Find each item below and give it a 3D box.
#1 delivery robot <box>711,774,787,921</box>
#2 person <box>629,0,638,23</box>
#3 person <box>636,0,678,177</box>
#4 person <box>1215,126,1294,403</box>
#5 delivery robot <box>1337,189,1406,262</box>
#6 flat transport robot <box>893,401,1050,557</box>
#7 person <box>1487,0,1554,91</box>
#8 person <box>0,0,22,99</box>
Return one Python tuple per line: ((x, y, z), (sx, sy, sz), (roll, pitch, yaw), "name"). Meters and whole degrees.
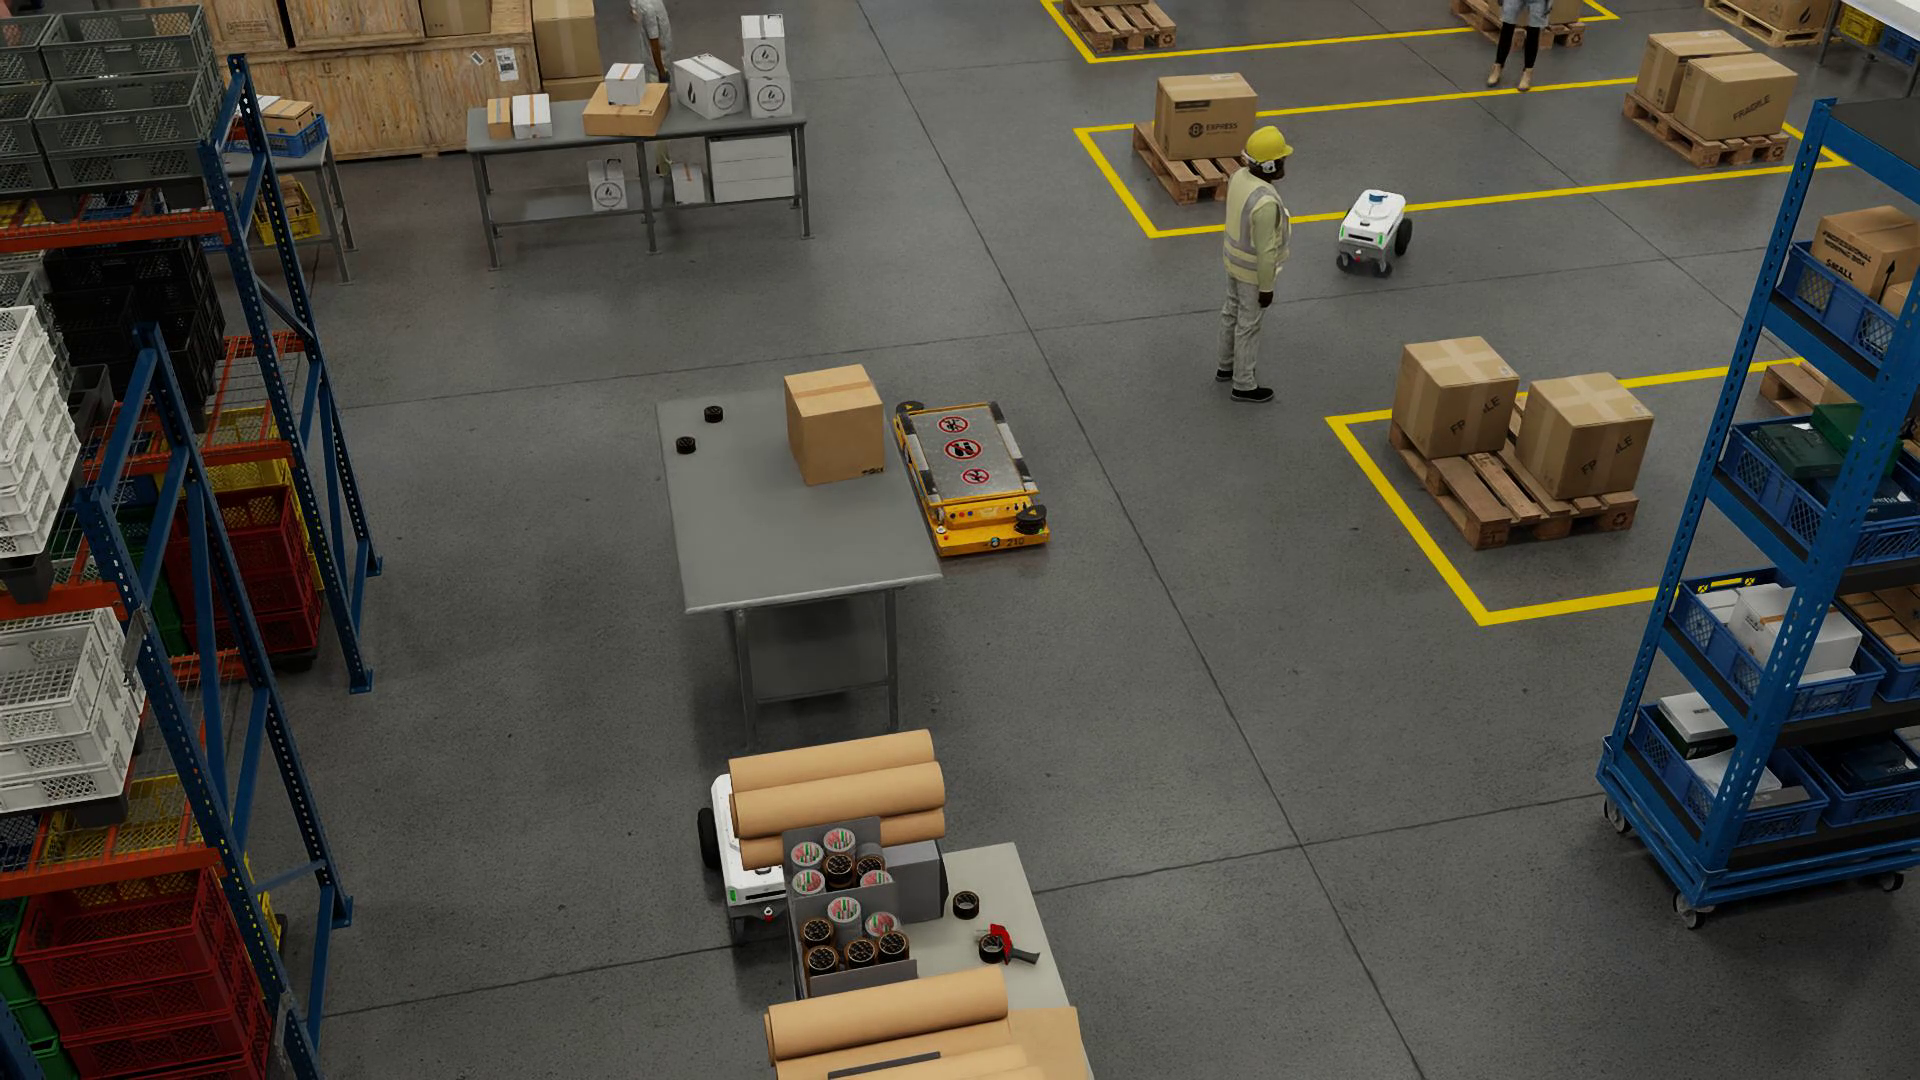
((-0.905, 1.343, 7.414), (0.477, 0.478, 0.707), (-8, 37, -10), "delivery robot")
((-3.214, -6.059, 16.367), (0.429, 1.844, 0.625), (-8, 37, -10), "person")
((-2.363, -3.735, 13.223), (0.328, 1.870, 0.514), (-8, 37, -10), "person")
((1.874, -1.751, 10.581), (0.403, 1.837, 0.591), (-8, 37, -10), "person")
((3.075, -2.369, 12.402), (0.477, 0.478, 0.707), (16, 40, 21), "delivery robot")
((0.046, -0.430, 10.108), (0.652, 0.197, 1.431), (-8, 37, -10), "flat transport robot")
((5.095, -4.896, 14.937), (0.537, 1.685, 0.318), (19, 41, 24), "person")
((-7.679, -3.830, 13.318), (0.407, 1.908, 0.641), (-8, 37, -10), "person")
